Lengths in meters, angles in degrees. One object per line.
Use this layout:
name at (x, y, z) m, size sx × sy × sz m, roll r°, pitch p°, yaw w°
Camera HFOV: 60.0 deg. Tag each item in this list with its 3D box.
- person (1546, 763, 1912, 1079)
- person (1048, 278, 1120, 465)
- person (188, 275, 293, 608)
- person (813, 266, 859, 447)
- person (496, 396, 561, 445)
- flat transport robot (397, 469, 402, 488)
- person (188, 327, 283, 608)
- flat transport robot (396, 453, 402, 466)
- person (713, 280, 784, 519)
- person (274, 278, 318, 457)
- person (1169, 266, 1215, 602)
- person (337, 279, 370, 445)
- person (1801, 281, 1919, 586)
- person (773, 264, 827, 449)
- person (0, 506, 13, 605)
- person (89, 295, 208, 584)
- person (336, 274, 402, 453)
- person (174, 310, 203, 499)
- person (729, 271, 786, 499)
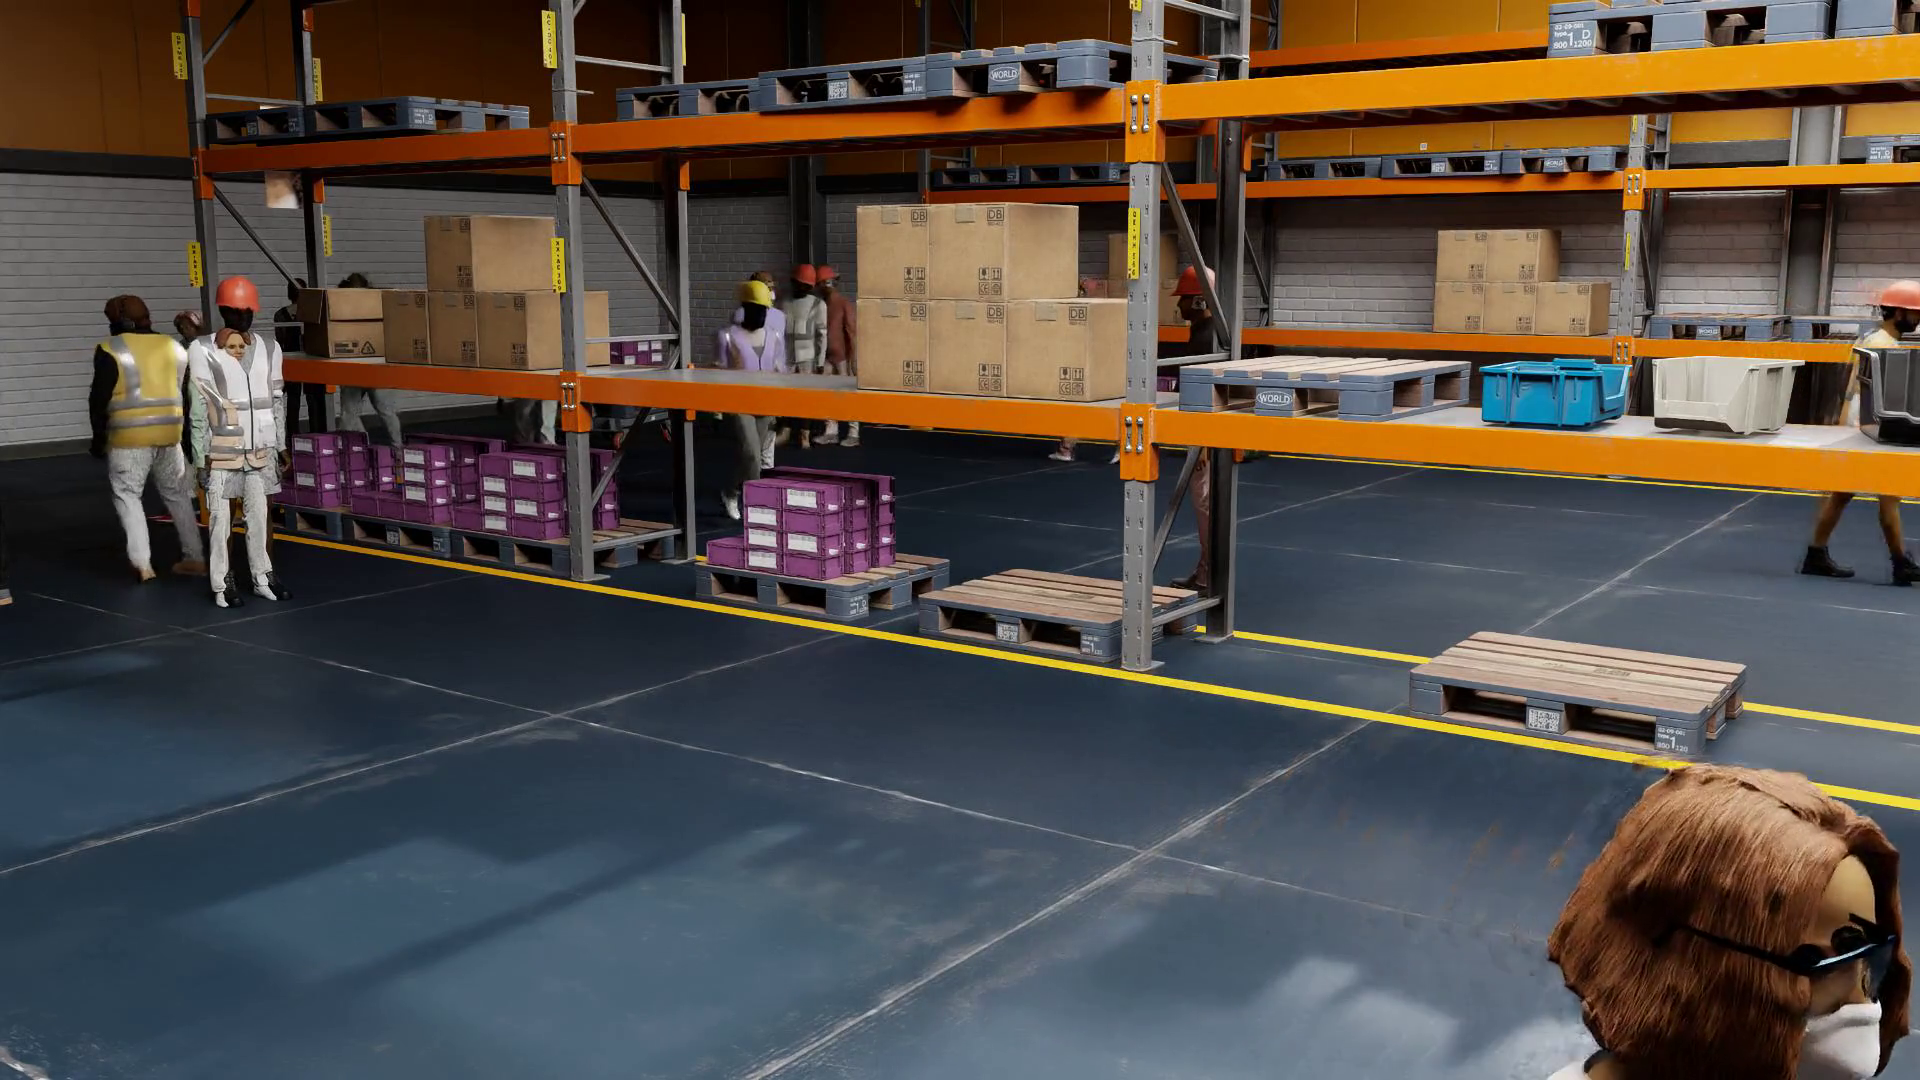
person at (0.609, 0.977, 1.437) m, size 0.517 × 1.621 × 0.361 m, roll -7°, pitch 12°, yaw -36°
person at (1.329, -1.675, 16.573) m, size 0.637 × 1.867 × 0.988 m, roll -8°, pitch 13°, yaw -41°
person at (-4.213, -0.578, 9.790) m, size 0.356 × 1.938 × 0.544 m, roll 9°, pitch 13°, yaw 43°
person at (-1.346, -1.996, 18.141) m, size 0.686 × 1.968 × 0.446 m, roll 9°, pitch 13°, yaw 43°
person at (-3.617, -1.263, 14.136) m, size 0.660 × 1.846 × 1.027 m, roll -3°, pitch 10°, yaw -20°
flat transport robot at (-4.568, -0.490, 14.219) m, size 1.431 × 0.197 × 0.652 m, roll -3°, pitch 10°, yaw -18°
person at (-4.256, -0.433, 9.795) m, size 0.307 × 1.645 × 0.518 m, roll 9°, pitch 13°, yaw 42°
flat transport robot at (-5.144, -0.640, 15.108) m, size 0.652 × 0.197 × 1.431 m, roll -3°, pitch 10°, yaw -17°
person at (-1.632, -1.038, 12.707) m, size 0.584 × 1.889 × 0.954 m, roll -8°, pitch 12°, yaw -39°
person at (-6.785, -1.772, 17.177) m, size 0.509 × 1.846 × 0.342 m, roll 0°, pitch 10°, yaw 2°
person at (1.424, -0.625, 9.894) m, size 0.396 × 1.993 × 0.617 m, roll 2°, pitch 10°, yaw 9°
person at (-6.495, -1.850, 17.708) m, size 0.508 × 1.835 × 0.925 m, roll -8°, pitch 13°, yaw -41°
person at (5.804, -0.659, 10.397) m, size 0.912 × 1.892 × 0.602 m, roll 5°, pitch 11°, yaw 29°
person at (-1.736, -1.955, 17.826) m, size 0.680 × 1.992 × 0.529 m, roll 3°, pitch 10°, yaw 16°
person at (-5.824, -0.596, 9.718) m, size 0.612 × 1.996 × 0.376 m, roll 9°, pitch 13°, yaw 43°
person at (-5.100, -0.626, 10.446) m, size 0.433 × 1.813 × 0.642 m, roll 5°, pitch 11°, yaw 26°
person at (-5.872, -1.632, 16.207) m, size 0.645 × 1.887 × 1.006 m, roll 6°, pitch 11°, yaw 33°
person at (-6.492, -1.161, 14.236) m, size 0.519 × 1.614 × 0.678 m, roll 0°, pitch 10°, yaw 2°
person at (-1.675, -1.304, 14.108) m, size 0.373 × 1.940 × 0.630 m, roll 6°, pitch 11°, yaw 33°
